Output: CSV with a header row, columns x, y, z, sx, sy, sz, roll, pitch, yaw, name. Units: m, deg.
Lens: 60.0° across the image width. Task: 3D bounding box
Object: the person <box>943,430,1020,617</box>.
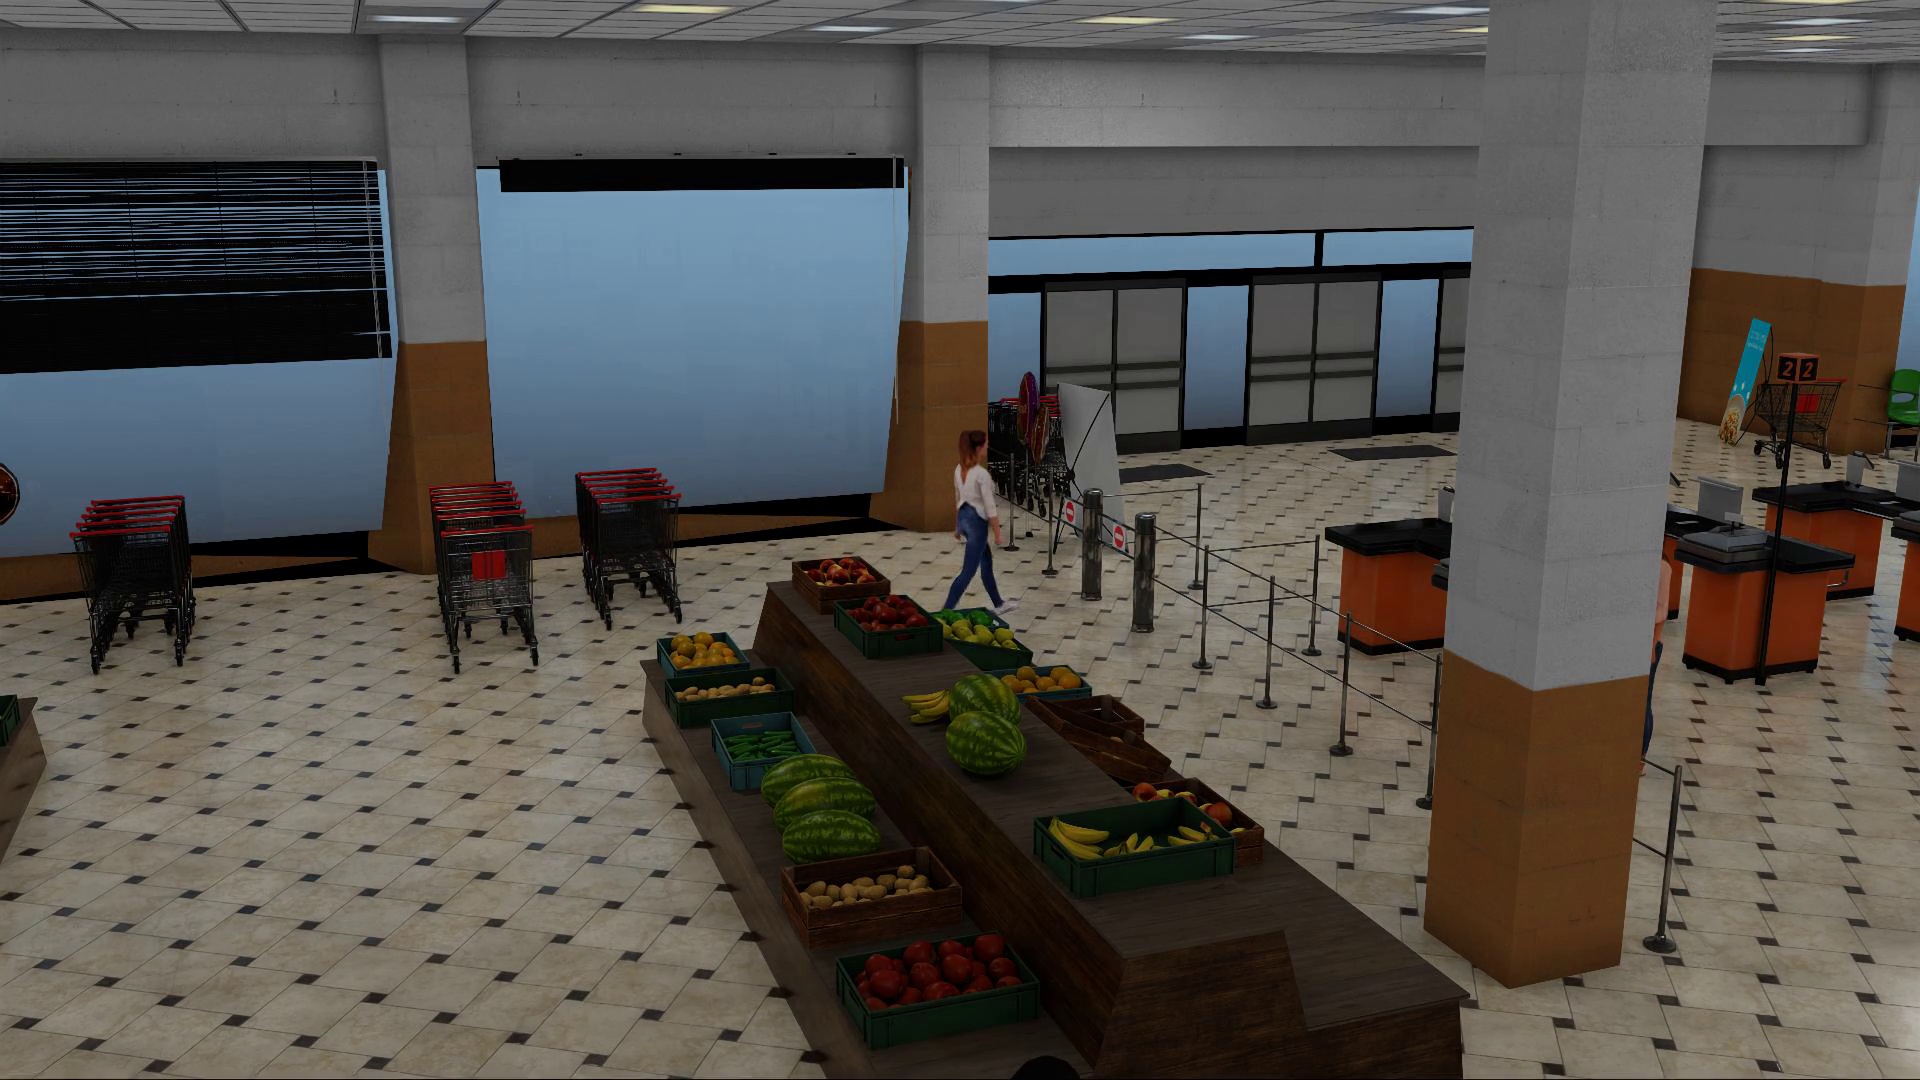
x,y,z,sx,sy,sz,roll,pitch,yaw,name
0.060,-0.051,14.054,0.786,1.673,1.083,-7,16,-28,person
